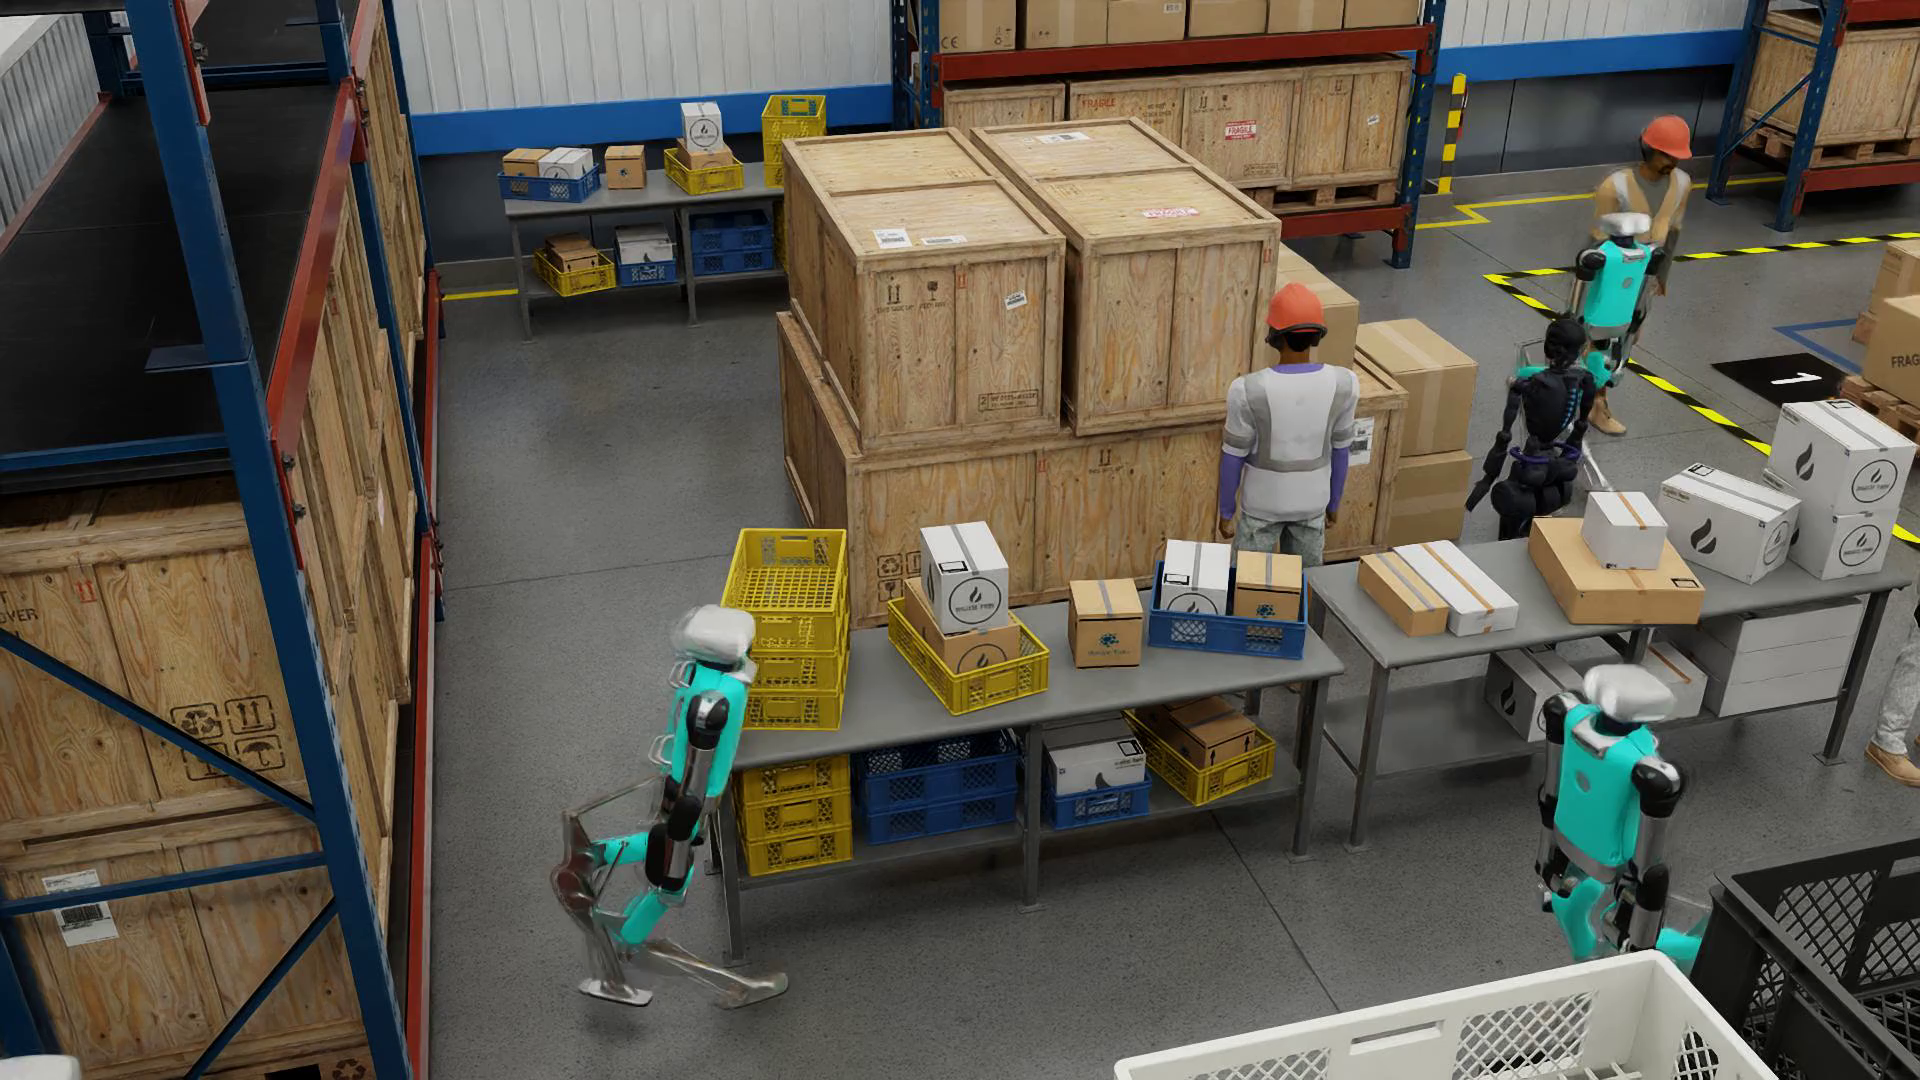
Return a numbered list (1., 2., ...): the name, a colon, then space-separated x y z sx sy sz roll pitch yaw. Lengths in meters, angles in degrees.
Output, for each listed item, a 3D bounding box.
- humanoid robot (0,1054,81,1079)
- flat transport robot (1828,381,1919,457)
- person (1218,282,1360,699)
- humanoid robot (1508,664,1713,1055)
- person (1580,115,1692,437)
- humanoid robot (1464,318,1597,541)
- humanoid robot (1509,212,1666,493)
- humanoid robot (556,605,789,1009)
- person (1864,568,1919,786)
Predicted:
1. humanoid robot: -2.135 1.865 4.290 0.530 1.859 0.813 -6 29 -10
2. flat transport robot: 6.138 -0.647 10.262 0.652 0.197 1.431 -7 30 -13
3. person: 1.472 -0.199 7.658 0.600 2.035 0.403 -2 29 -4
4. humanoid robot: 2.221 1.166 5.507 0.854 1.795 0.544 -11 31 -20
5. person: 4.134 -1.710 10.422 0.648 2.010 0.775 -7 30 -12
6. humanoid robot: 2.823 -0.312 8.255 0.606 1.650 0.580 -12 31 -20
7. humanoid robot: 3.542 -1.088 9.552 0.551 1.721 1.004 -9 30 -16
8. humanoid robot: -1.108 1.004 5.773 1.004 1.696 0.555 1 29 3
9. person: 4.341 0.212 7.113 0.622 1.837 0.429 -10 30 -18
